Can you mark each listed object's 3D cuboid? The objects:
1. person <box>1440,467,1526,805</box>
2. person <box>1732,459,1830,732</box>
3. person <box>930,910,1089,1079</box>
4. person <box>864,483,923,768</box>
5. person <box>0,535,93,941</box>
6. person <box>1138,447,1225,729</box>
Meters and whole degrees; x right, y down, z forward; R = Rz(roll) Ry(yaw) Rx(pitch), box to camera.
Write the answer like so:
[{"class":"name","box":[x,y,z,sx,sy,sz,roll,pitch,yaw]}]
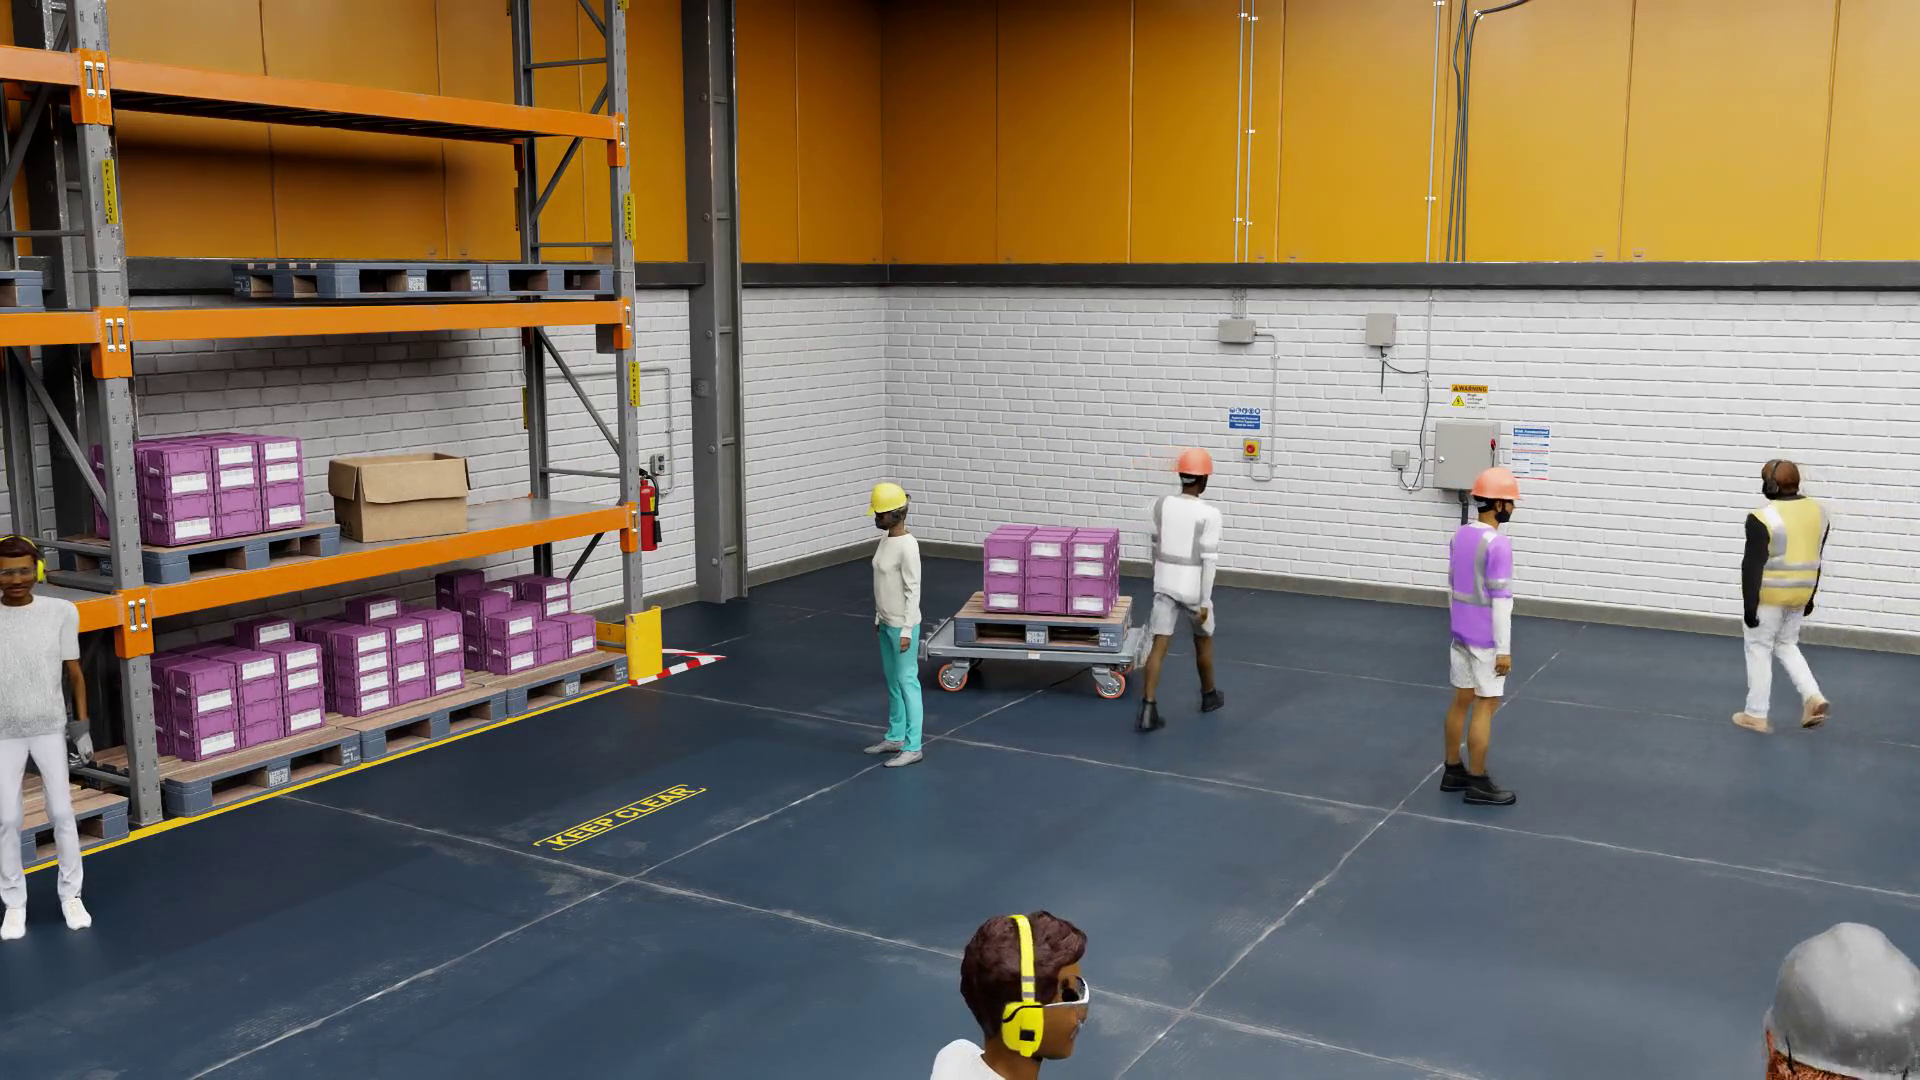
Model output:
[{"class":"person","box":[3.021,0.545,9.552,0.378,1.932,0.551,-2,9,-12]},{"class":"person","box":[5.385,0.383,10.889,0.638,1.829,0.537,-3,10,-17]},{"class":"person","box":[0.107,1.602,3.164,0.316,1.867,0.531,-3,10,-20]},{"class":"person","box":[-0.411,0.519,10.266,0.327,1.760,0.524,-4,10,-23]},{"class":"person","box":[-4.269,0.893,7.615,0.513,1.861,0.327,-5,10,-28]},{"class":"person","box":[1.497,0.316,11.188,0.545,1.881,1.040,5,11,31]}]
